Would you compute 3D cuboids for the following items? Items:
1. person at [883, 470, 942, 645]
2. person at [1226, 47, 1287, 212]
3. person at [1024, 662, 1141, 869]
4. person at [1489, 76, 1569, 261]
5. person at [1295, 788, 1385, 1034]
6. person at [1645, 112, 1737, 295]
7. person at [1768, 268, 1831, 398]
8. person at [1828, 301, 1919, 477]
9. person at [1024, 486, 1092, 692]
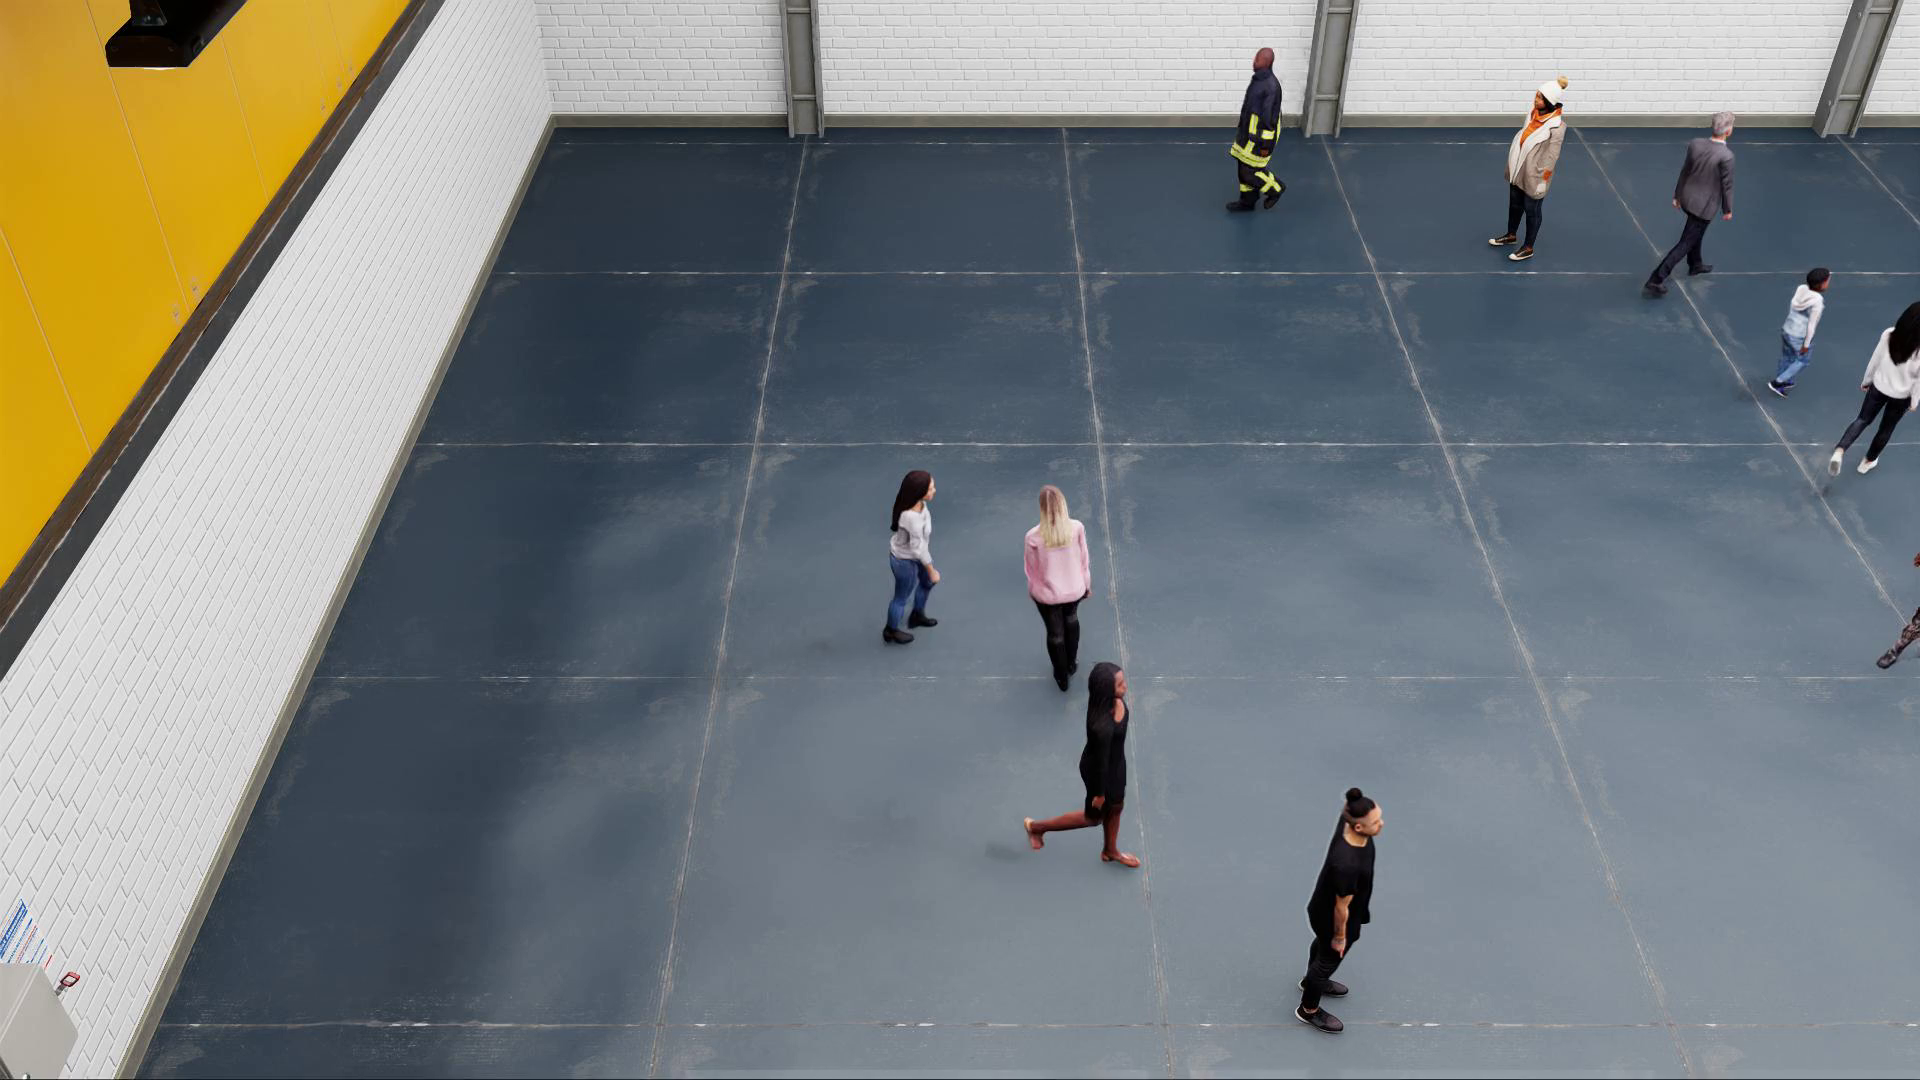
[{"bbox_3d":[-0.456,0.145,11.996,0.641,1.608,0.611,-2,39,-3],"label":"person"},{"bbox_3d":[3.184,-4.260,17.346,0.977,1.815,0.839,-7,39,-9],"label":"person"},{"bbox_3d":[0.802,1.422,10.321,1.043,1.704,0.760,7,39,9],"label":"person"},{"bbox_3d":[5.748,-3.738,16.633,0.786,1.890,0.779,-13,41,-16],"label":"person"},{"bbox_3d":[2.155,2.049,9.407,0.690,1.865,0.749,11,40,13],"label":"person"},{"bbox_3d":[7.096,-3.215,16.052,1.298,1.798,0.980,-13,40,-16],"label":"person"},{"bbox_3d":[7.420,-1.854,14.782,0.624,1.255,0.560,-8,39,-10],"label":"person"},{"bbox_3d":[7.573,-1.195,13.613,1.030,1.683,0.934,-26,46,-29],"label":"person"},{"bbox_3d":[0.703,0.406,11.625,0.611,1.662,0.752,-4,39,-5],"label":"person"}]
